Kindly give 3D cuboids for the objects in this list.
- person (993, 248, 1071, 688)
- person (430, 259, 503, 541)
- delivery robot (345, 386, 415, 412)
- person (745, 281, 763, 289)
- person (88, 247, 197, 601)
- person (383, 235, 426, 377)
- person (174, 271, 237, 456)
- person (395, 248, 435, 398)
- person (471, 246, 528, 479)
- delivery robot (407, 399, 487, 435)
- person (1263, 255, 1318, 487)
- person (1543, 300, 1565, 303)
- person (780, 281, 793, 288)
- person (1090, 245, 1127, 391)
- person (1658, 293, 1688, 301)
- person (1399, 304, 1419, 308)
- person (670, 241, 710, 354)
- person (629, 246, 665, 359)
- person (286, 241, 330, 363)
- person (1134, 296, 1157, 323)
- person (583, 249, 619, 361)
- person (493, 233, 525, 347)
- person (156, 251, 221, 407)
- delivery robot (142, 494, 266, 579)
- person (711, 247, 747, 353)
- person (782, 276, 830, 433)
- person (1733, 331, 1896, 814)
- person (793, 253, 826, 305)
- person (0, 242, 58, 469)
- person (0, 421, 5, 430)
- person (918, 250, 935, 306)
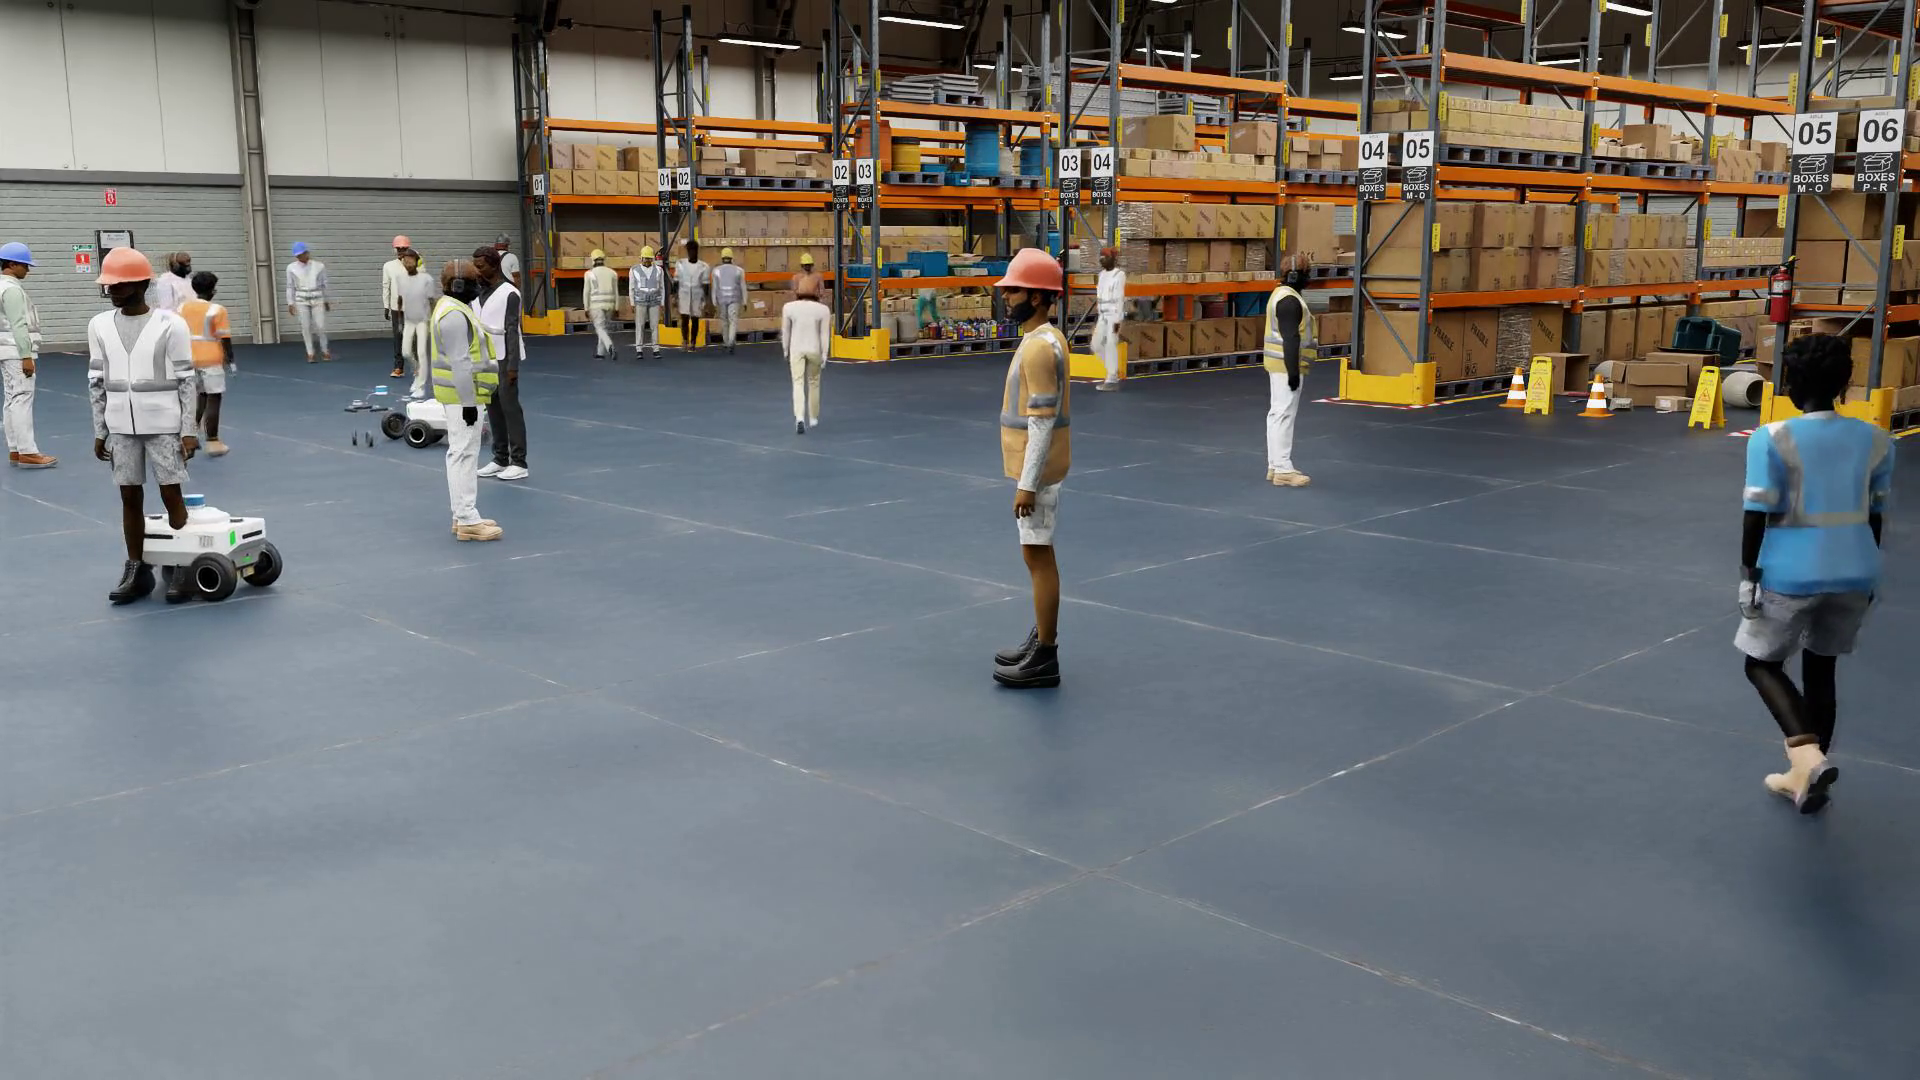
[{"bbox_3d":[0.320,-0.323,7.461,0.352,1.942,0.545,1,10,5],"label":"person"},{"bbox_3d":[-3.286,-0.936,11.077,0.429,1.844,0.627,-4,11,-20],"label":"person"},{"bbox_3d":[-5.627,-1.386,16.191,0.335,0.223,0.698,9,14,42],"label":"delivery robot"},{"bbox_3d":[-4.243,-4.982,33.636,0.546,1.644,0.895,8,13,38],"label":"person"},{"bbox_3d":[-4.474,-0.621,9.103,0.553,1.933,0.356,-1,10,-3],"label":"person"},{"bbox_3d":[-7.871,-3.311,23.600,0.623,1.994,0.382,-1,10,-4],"label":"person"},{"bbox_3d":[-6.916,-1.621,15.244,0.589,1.672,0.381,3,11,13],"label":"person"},{"bbox_3d":[-6.733,-2.683,20.606,0.534,1.839,0.512,1,10,5],"label":"person"},{"bbox_3d":[-3.834,-1.475,13.829,0.587,1.913,0.378,8,13,39],"label":"person"},{"bbox_3d":[-4.925,-1.220,15.993,0.707,0.478,0.477,0,10,-1],"label":"delivery robot"},{"bbox_3d":[2.677,-1.378,13.487,0.430,1.845,0.619,1,10,4],"label":"person"},{"bbox_3d":[10.868,-4.614,30.721,0.750,2.002,0.643,-6,12,-30],"label":"person"},{"bbox_3d":[-3.829,-5.449,36.357,0.845,1.579,0.520,-10,14,-43],"label":"person"},{"bbox_3d":[1.921,-2.864,21.530,0.405,1.872,0.577,-6,12,-29],"label":"person"},{"bbox_3d":[13.301,-4.639,31.045,0.423,1.918,0.574,-8,13,-38],"label":"person"},{"bbox_3d":[6.206,-3.107,22.675,0.567,1.926,0.400,9,14,40],"label":"person"},{"bbox_3d":[-4.567,-4.089,28.124,0.680,1.890,1.018,-2,11,-11],"label":"person"},{"bbox_3d":[-5.111,-3.886,27.205,0.586,1.826,0.403,-4,11,-21],"label":"person"},{"bbox_3d":[-10.254,-3.733,26.156,0.632,1.900,0.583,-4,11,-23],"label":"person"},{"bbox_3d":[3.158,-4.201,28.674,0.496,1.914,0.613,-6,12,-29],"label":"person"},{"bbox_3d":[-5.685,-3.732,26.488,0.598,1.793,0.824,-9,14,-41],"label":"person"},{"bbox_3d":[-8.165,-4.469,29.915,0.682,2.000,0.537,3,11,15],"label":"person"},{"bbox_3d":[-9.114,-2.456,19.408,0.778,1.821,0.632,2,11,11],"label":"person"},{"bbox_3d":[-4.320,-0.014,9.421,0.707,0.478,0.477,2,11,12],"label":"delivery robot"},{"bbox_3d":[-3.971,-4.121,28.574,0.593,1.804,0.883,-1,10,-3],"label":"person"},{"bbox_3d":[-1.587,-1.930,17.176,0.496,1.591,0.845,-1,10,-5],"label":"person"},{"bbox_3d":[2.928,0.139,5.651,0.552,1.679,0.521,-1,10,-5],"label":"person"},{"bbox_3d":[-2.467,-3.804,27.051,0.531,1.733,0.870,-4,11,-20],"label":"person"},{"bbox_3d":[-8.173,-1.603,14.450,0.399,1.939,0.602,-9,14,-41],"label":"person"},{"bbox_3d":[-10.283,-2.027,17.007,0.786,1.857,0.620,-4,11,-23],"label":"person"},{"bbox_3d":[-0.592,-4.545,31.088,0.919,1.724,0.532,-8,13,-38],"label":"person"}]
